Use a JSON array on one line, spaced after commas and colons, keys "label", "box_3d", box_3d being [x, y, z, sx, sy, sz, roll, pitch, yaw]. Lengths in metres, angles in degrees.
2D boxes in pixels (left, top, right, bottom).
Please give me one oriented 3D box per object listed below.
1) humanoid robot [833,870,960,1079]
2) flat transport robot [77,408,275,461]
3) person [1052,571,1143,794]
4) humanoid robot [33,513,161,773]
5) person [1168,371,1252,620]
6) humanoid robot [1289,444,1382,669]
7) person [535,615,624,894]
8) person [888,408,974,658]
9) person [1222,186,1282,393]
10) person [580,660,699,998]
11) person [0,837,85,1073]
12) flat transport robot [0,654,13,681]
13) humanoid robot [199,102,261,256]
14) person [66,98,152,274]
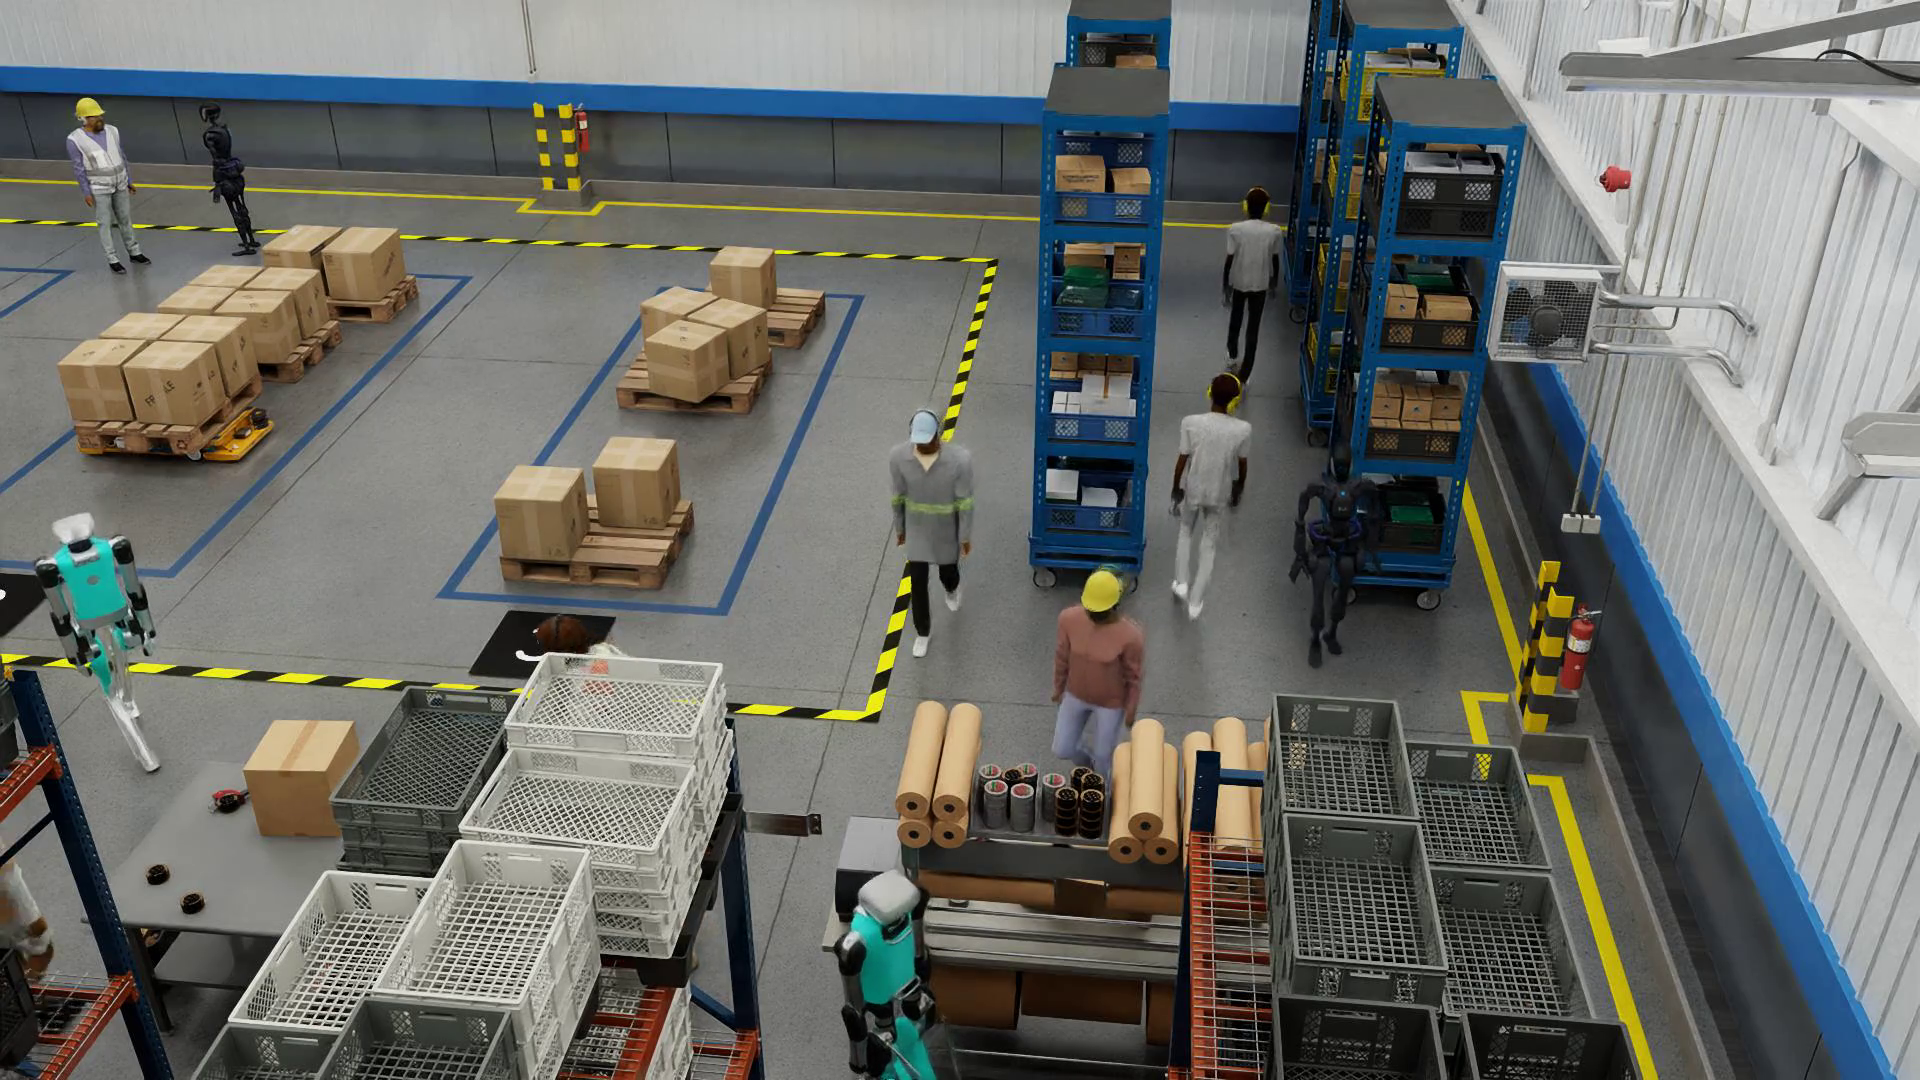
[{"label": "humanoid robot", "box_3d": [-0.116, 2.293, 7.338, 1.030, 1.784, 0.534, 22, 36, 32]}, {"label": "flat transport robot", "box_3d": [-6.728, -0.944, 14.268, 1.431, 0.197, 0.652, 3, 30, 6]}, {"label": "person", "box_3d": [0.776, 0.926, 9.604, 0.545, 1.751, 0.386, 14, 33, 23]}, {"label": "humanoid robot", "box_3d": [-5.344, 0.542, 10.338, 0.540, 1.772, 1.041, -22, 37, -32]}, {"label": "person", "box_3d": [1.736, -0.329, 11.674, 0.526, 1.840, 0.572, 5, 31, 9]}, {"label": "humanoid robot", "box_3d": [2.531, 0.096, 11.116, 0.616, 1.640, 0.513, -1, 30, -1]}, {"label": "person", "box_3d": [-2.040, 1.187, 9.092, 0.460, 1.820, 0.661, 15, 33, 24]}, {"label": "person", "box_3d": [-0.187, -0.125, 11.335, 0.582, 1.830, 0.647, 4, 30, 7]}, {"label": "person", "box_3d": [2.642, -2.326, 15.115, 0.502, 1.829, 0.932, 6, 31, 10]}, {"label": "person", "box_3d": [-1.642, 1.465, 8.406, 0.406, 2.037, 0.607, 16, 34, 26]}, {"label": "person", "box_3d": [-4.727, 1.772, 8.008, 0.602, 1.896, 0.619, 5, 31, 9]}, {"label": "flat transport robot", "box_3d": [-7.142, 0.969, 11.010, 1.431, 0.231, 0.659, 3, 30, 6]}, {"label": "humanoid robot", "box_3d": [-7.919, -3.910, 17.972, 0.315, 1.659, 0.599, -2, 30, -4]}, {"label": "person", "box_3d": [-8.990, -3.745, 17.546, 0.404, 1.837, 0.590, 17, 34, 26]}]
